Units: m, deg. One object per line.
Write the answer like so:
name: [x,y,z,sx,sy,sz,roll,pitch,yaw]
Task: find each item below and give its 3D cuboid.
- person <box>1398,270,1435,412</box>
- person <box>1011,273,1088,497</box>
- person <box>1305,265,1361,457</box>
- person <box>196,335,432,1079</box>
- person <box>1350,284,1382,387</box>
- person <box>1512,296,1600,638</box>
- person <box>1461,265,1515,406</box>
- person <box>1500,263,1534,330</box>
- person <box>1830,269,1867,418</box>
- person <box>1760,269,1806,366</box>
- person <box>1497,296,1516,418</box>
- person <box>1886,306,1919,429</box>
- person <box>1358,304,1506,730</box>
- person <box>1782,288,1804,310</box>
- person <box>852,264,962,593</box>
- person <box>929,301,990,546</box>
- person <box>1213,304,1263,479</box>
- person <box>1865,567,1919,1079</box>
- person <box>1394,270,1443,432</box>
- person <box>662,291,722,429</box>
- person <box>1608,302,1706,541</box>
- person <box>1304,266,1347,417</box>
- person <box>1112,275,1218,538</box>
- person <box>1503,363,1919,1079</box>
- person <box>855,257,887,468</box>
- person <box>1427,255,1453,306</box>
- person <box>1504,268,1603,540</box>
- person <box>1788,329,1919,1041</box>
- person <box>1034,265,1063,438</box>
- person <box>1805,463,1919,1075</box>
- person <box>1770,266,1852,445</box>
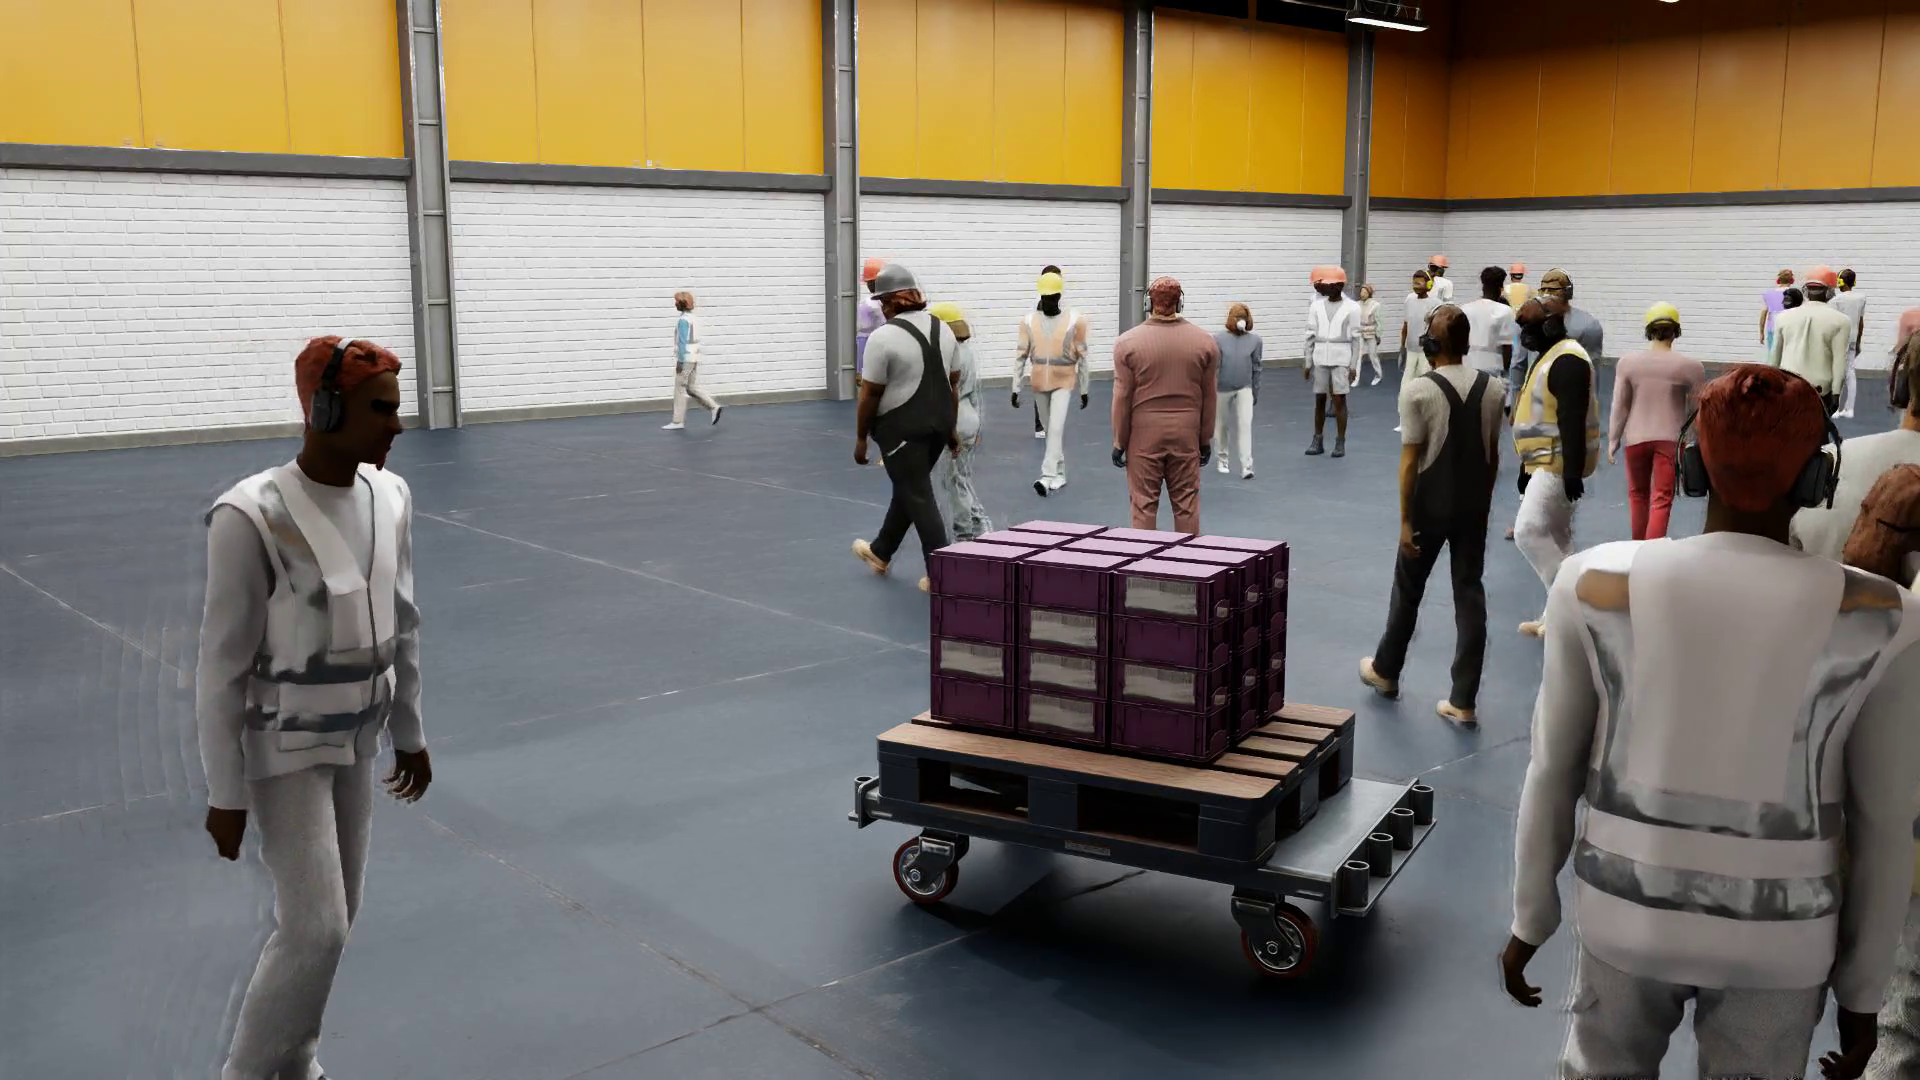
person: [5.933,-2.560,21.498,0.490,1.853,0.367,-8,12,-38]
person: [0.742,-1.314,14.104,0.618,1.870,0.988,4,10,22]
person: [3.750,-1.804,16.812,0.551,1.935,0.371,6,11,31]
person: [-1.451,0.473,3.736,0.493,1.855,0.599,2,10,14]
person: [6.373,-3.187,25.909,0.527,1.601,0.764,8,13,40]
person: [3.125,-0.371,8.789,0.457,1.813,0.656,2,10,10]
person: [4.778,-1.552,15.321,0.620,1.943,0.603,-8,13,-40]
person: [8.728,-3.405,26.272,0.575,1.897,0.947,1,10,4]
person: [11.043,-2.453,20.821,0.520,1.865,0.328,-2,10,-11]
person: [11.972,-3.010,24.200,0.604,1.821,0.743,6,11,31]
person: [5.373,-1.576,16.312,0.875,1.653,0.537,5,11,28]
person: [7.559,-1.152,12.914,0.647,1.964,0.633,7,12,34]
person: [2.115,-0.131,7.366,0.541,1.803,0.898,-2,10,-10]
person: [9.684,-2.102,19.380,0.872,1.649,0.539,-4,10,-20]
person: [-0.373,-0.711,10.103,1.051,2.000,0.694,9,13,41]
person: [-0.049,-0.743,11.230,0.382,1.716,0.501,3,10,15]
person: [2.522,-1.369,15.276,0.505,1.587,0.848,0,10,2]
person: [2.033,0.605,3.087,0.643,1.799,0.593,2,10,9]
person: [5.259,-2.151,19.036,0.531,1.868,0.311,9,13,44]
person: [-3.156,-2.094,19.425,0.590,1.628,0.533,1,10,4]
person: [4.384,-0.609,10.409,0.560,1.722,0.834,6,11,32]
person: [4.618,-2.470,20.824,0.651,1.887,0.558,-9,13,-42]
person: [1.199,-0.607,9.888,0.640,1.909,0.408,-1,10,-9]
person: [1.191,0.650,2.693,0.591,1.859,0.467,6,11,30]
person: [-0.704,-1.674,15.849,0.658,2.008,0.472,-8,13,-40]
person: [7.272,-3.338,25.480,0.613,2.039,0.393,9,13,43]
person: [4.170,-0.936,11.719,0.635,1.937,0.354,9,13,42]
person: [2.037,0.458,3.643,0.631,1.912,0.766,9,13,44]
person: [0.972,-2.104,18.613,0.399,1.920,0.590,1,10,8]
person: [1.957,0.633,3.559,0.512,1.599,0.750,2,10,9]
person: [6.968,-1.272,13.681,0.624,1.943,1.023,9,13,41]
